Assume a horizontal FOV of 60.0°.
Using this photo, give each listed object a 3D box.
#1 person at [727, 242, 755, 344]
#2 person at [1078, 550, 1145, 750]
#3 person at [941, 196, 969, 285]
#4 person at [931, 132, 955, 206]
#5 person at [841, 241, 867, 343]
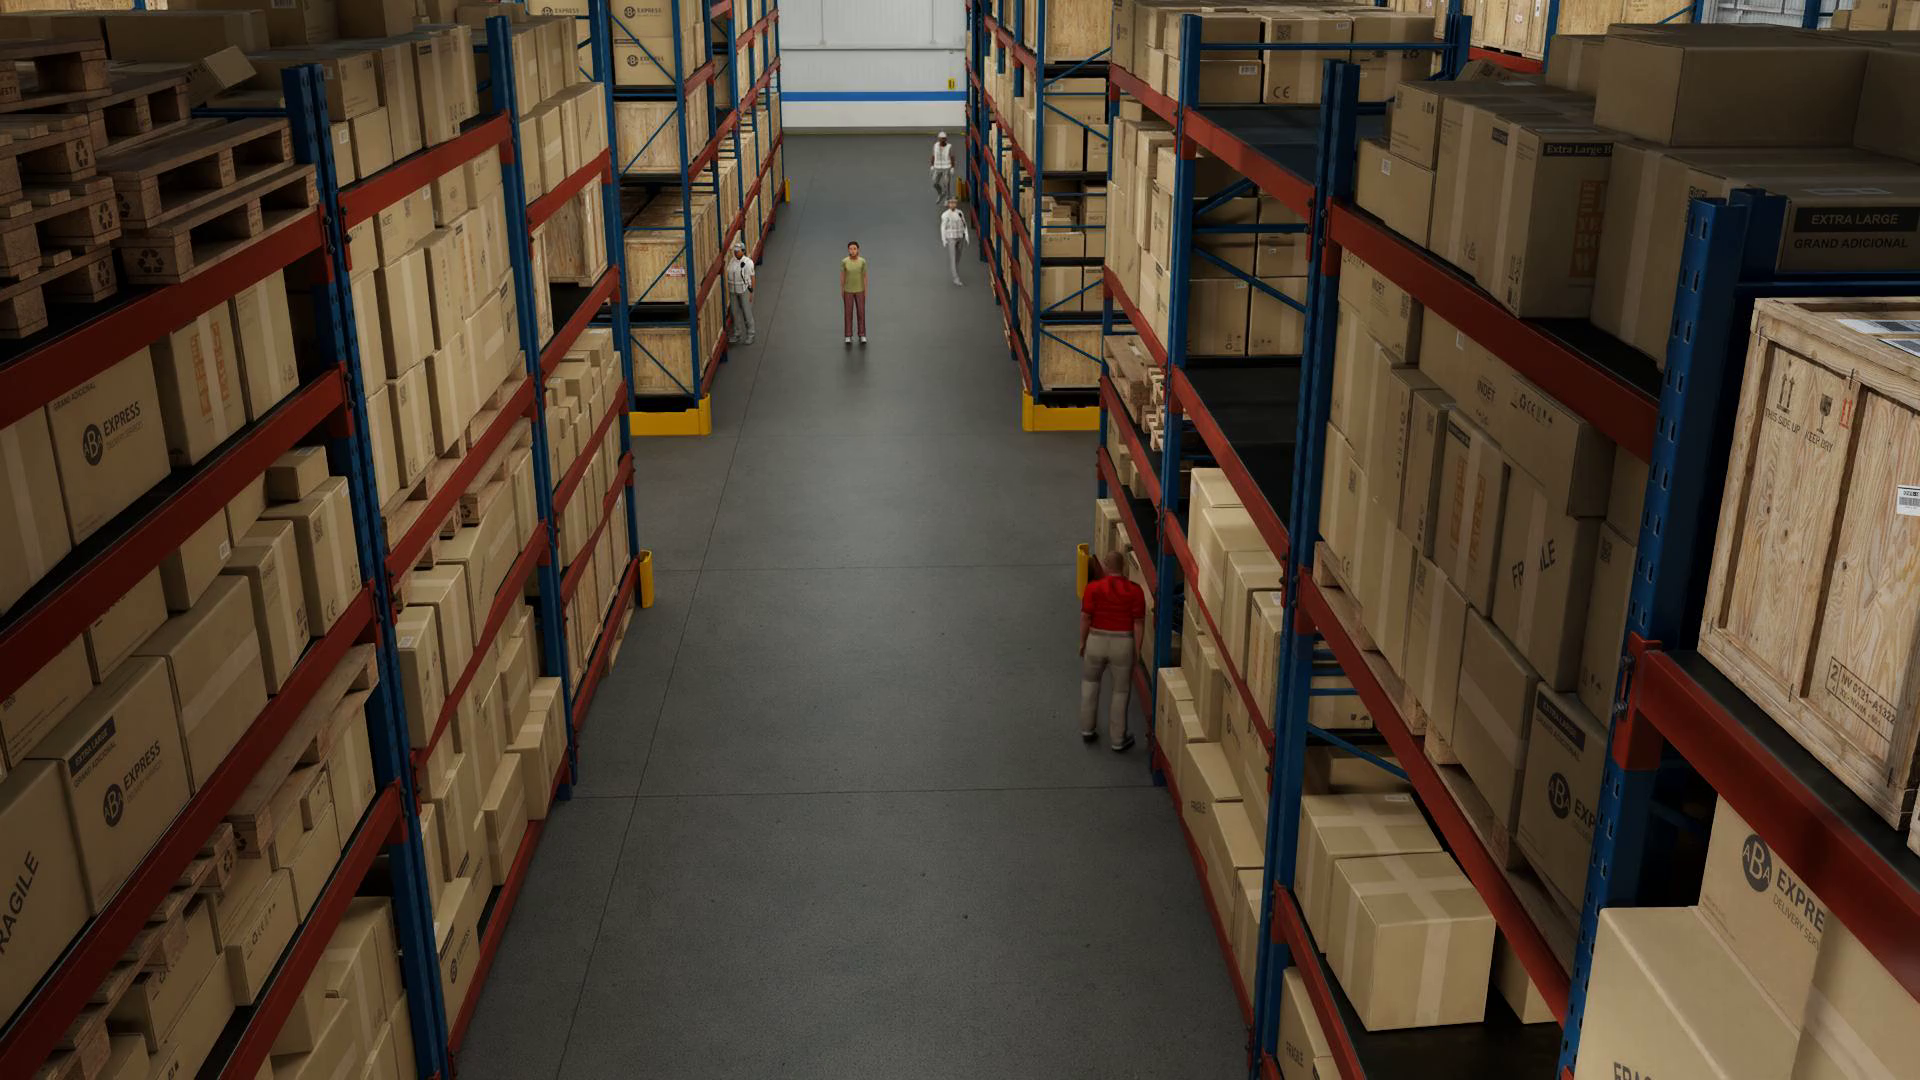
[{"bbox_3d":[-3.650,-4.121,27.688,0.463,1.663,0.395,9,22,23],"label":"person"},{"bbox_3d":[1.275,0.919,14.065,0.558,1.745,0.440,4,21,11],"label":"person"},{"bbox_3d":[-0.074,-5.837,32.266,0.486,1.664,0.886,-11,23,-26],"label":"person"},{"bbox_3d":[-0.431,-9.104,40.785,0.630,1.786,0.448,5,21,12],"label":"person"},{"bbox_3d":[-1.758,-4.137,27.716,0.430,1.670,0.402,-2,21,-6],"label":"person"}]
